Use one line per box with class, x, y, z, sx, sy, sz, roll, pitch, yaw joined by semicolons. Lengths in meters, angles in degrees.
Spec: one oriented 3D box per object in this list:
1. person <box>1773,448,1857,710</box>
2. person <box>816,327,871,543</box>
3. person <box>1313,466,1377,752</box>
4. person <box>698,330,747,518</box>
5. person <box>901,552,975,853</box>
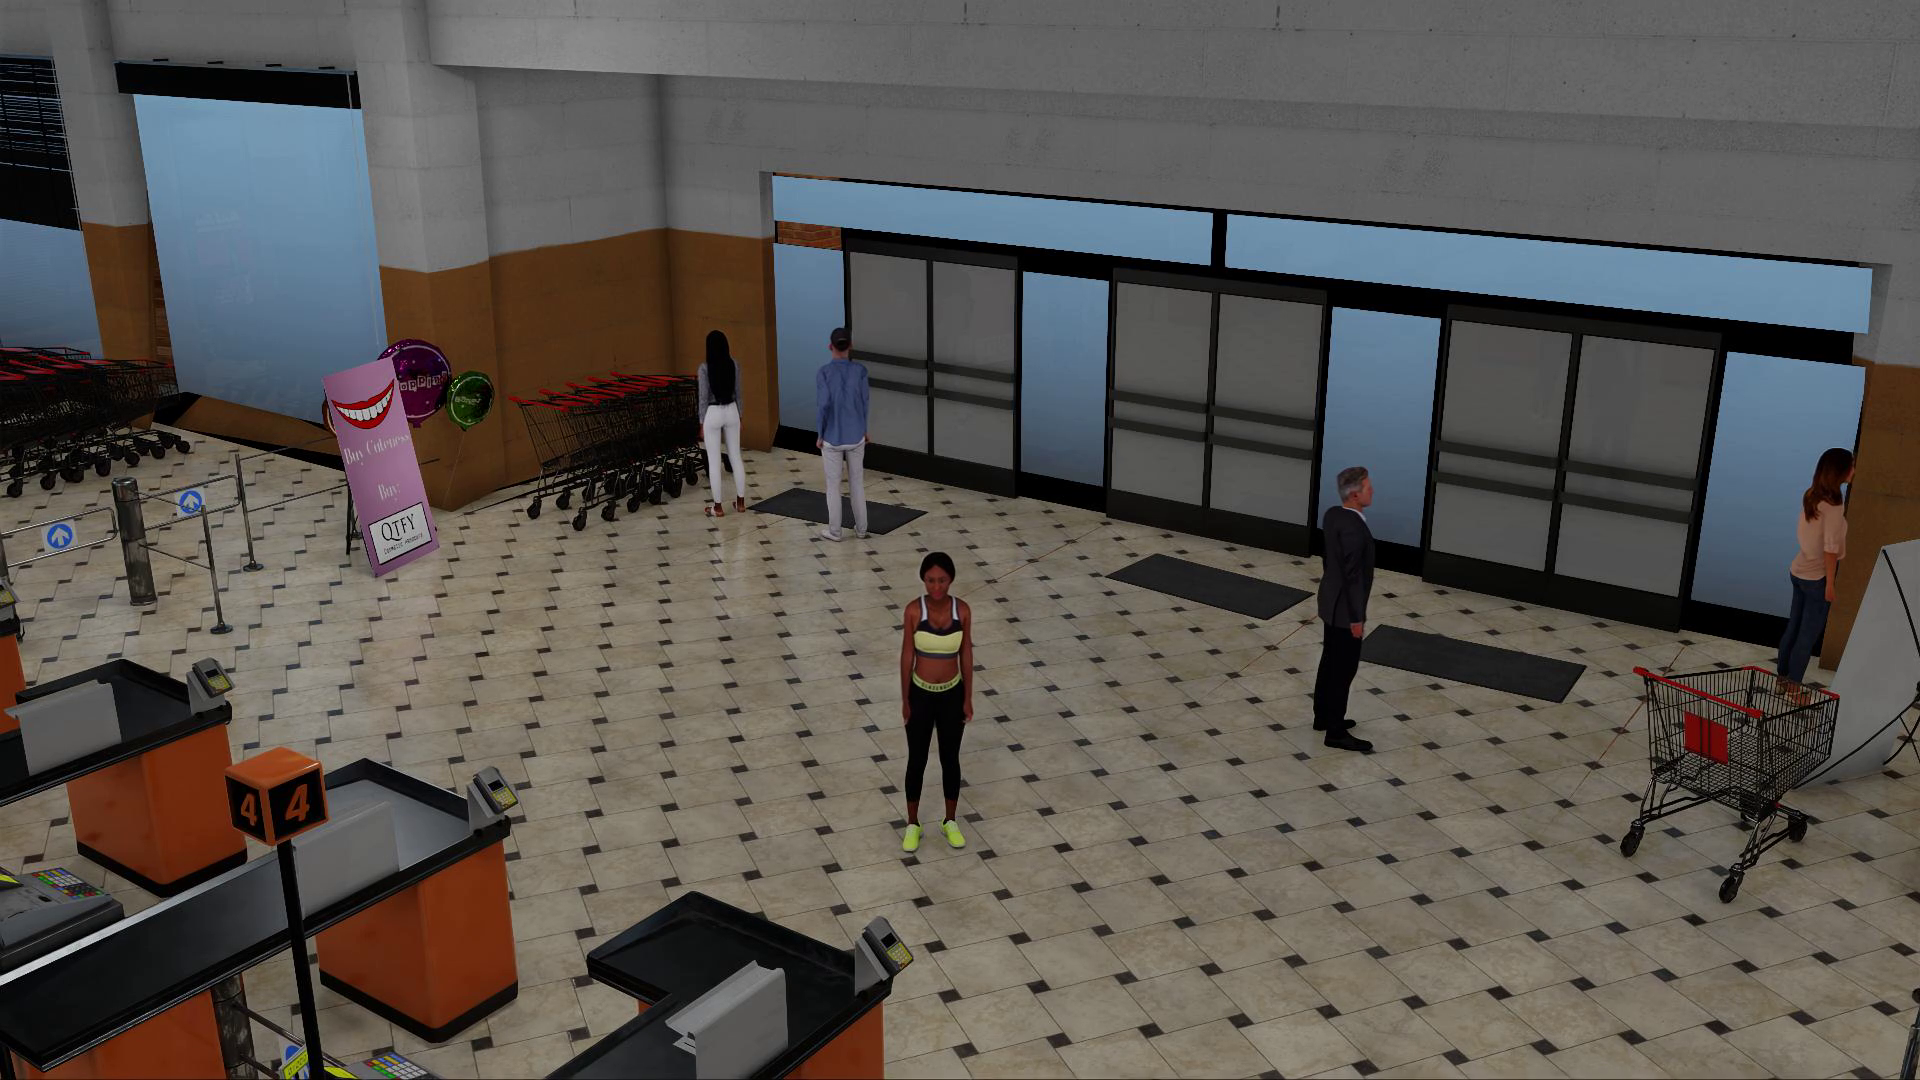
person;5.730;0.243;11.171;0.729;1.792;0.619;2;19;5
person;-1.023;-0.917;14.462;0.680;1.888;0.800;-8;20;-23
person;2.456;0.409;10.599;0.870;1.842;0.776;-1;19;-3
person;-2.180;-1.073;15.182;0.599;1.724;0.727;-11;21;-29
person;-0.135;0.890;9.313;0.642;1.754;0.689;-2;19;-6
